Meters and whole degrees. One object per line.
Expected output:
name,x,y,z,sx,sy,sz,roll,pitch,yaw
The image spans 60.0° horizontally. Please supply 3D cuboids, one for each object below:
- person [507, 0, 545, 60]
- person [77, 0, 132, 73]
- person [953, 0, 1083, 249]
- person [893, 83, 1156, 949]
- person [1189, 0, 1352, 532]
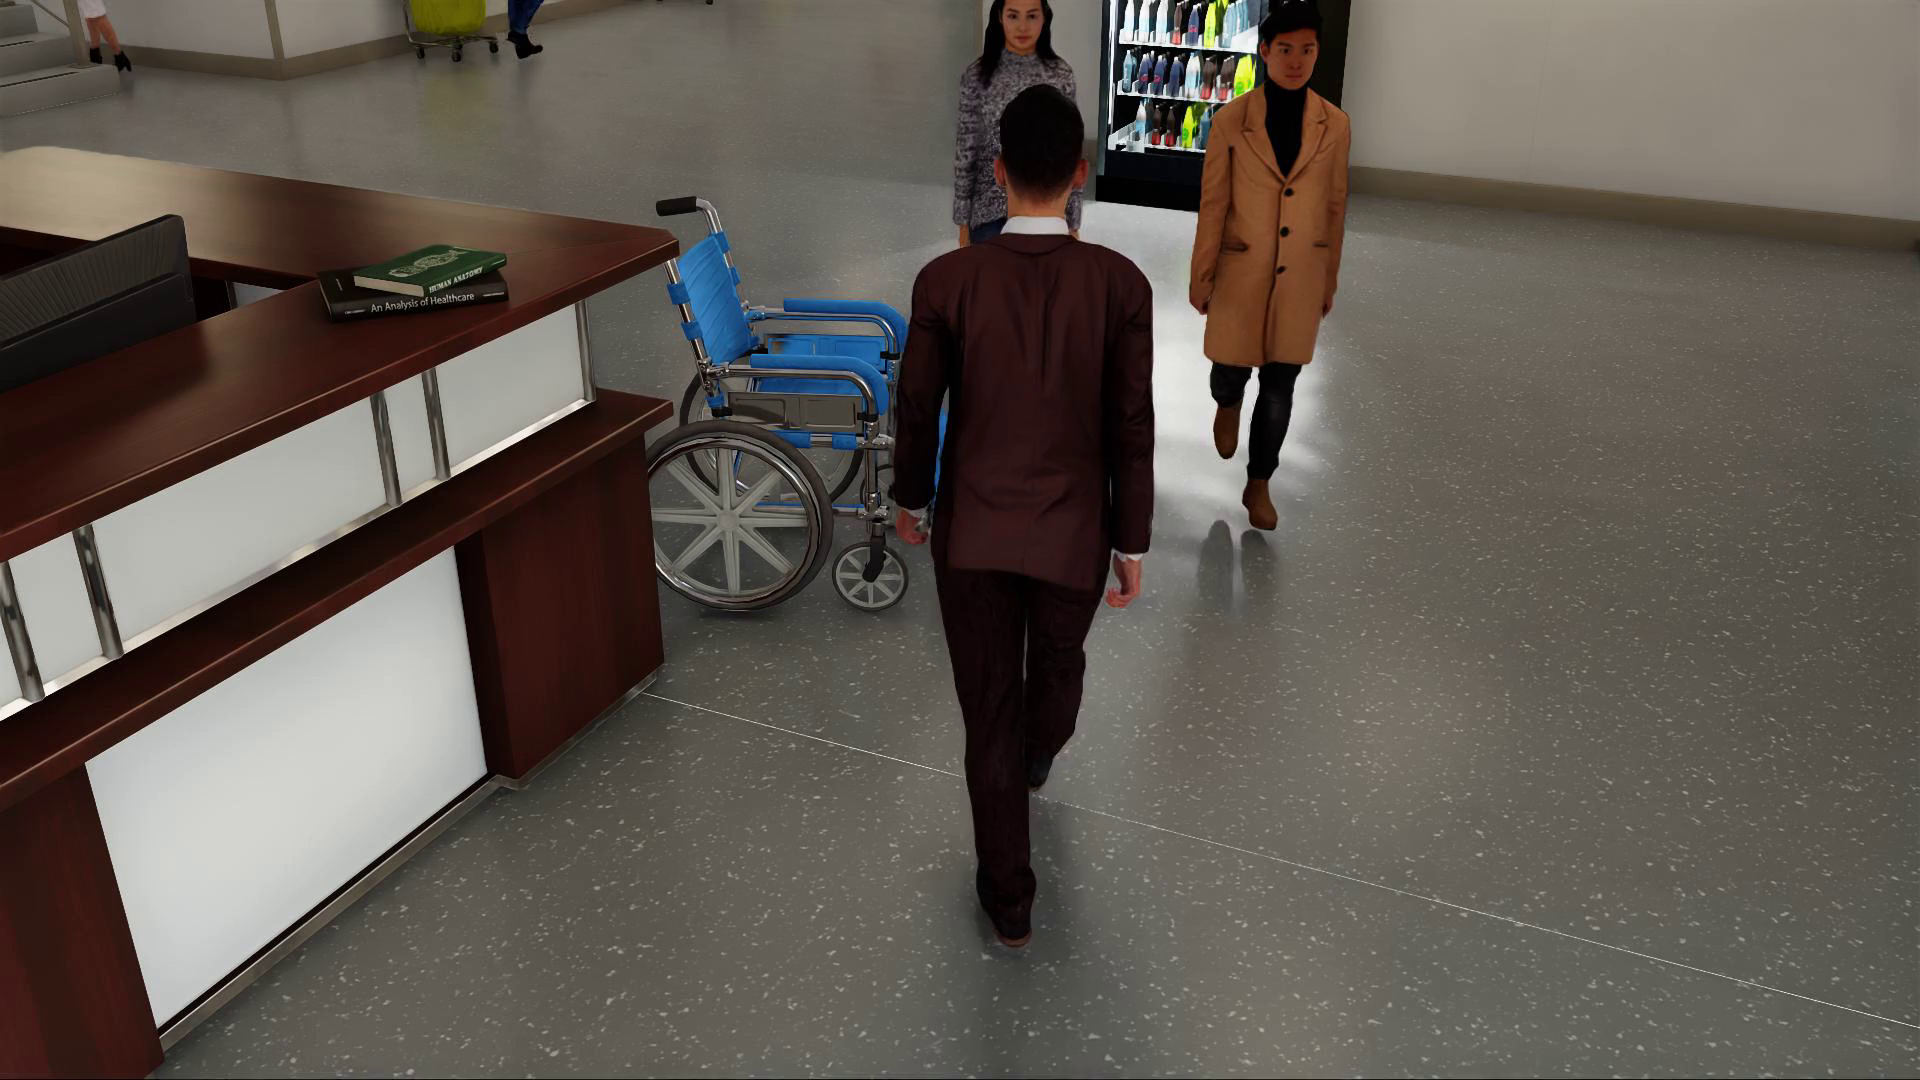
person,-3.753,-4.940,13.770,0.642,1.872,0.776,15,29,28
person,-6.889,-4.485,13.226,0.808,1.526,0.623,8,27,17
person,0.215,-1.232,6.256,0.705,1.721,0.790,-3,26,-7
person,0.137,0.033,3.512,1.177,1.824,1.096,-2,26,-3
person,1.020,-0.927,5.586,0.962,1.710,0.926,0,26,1
